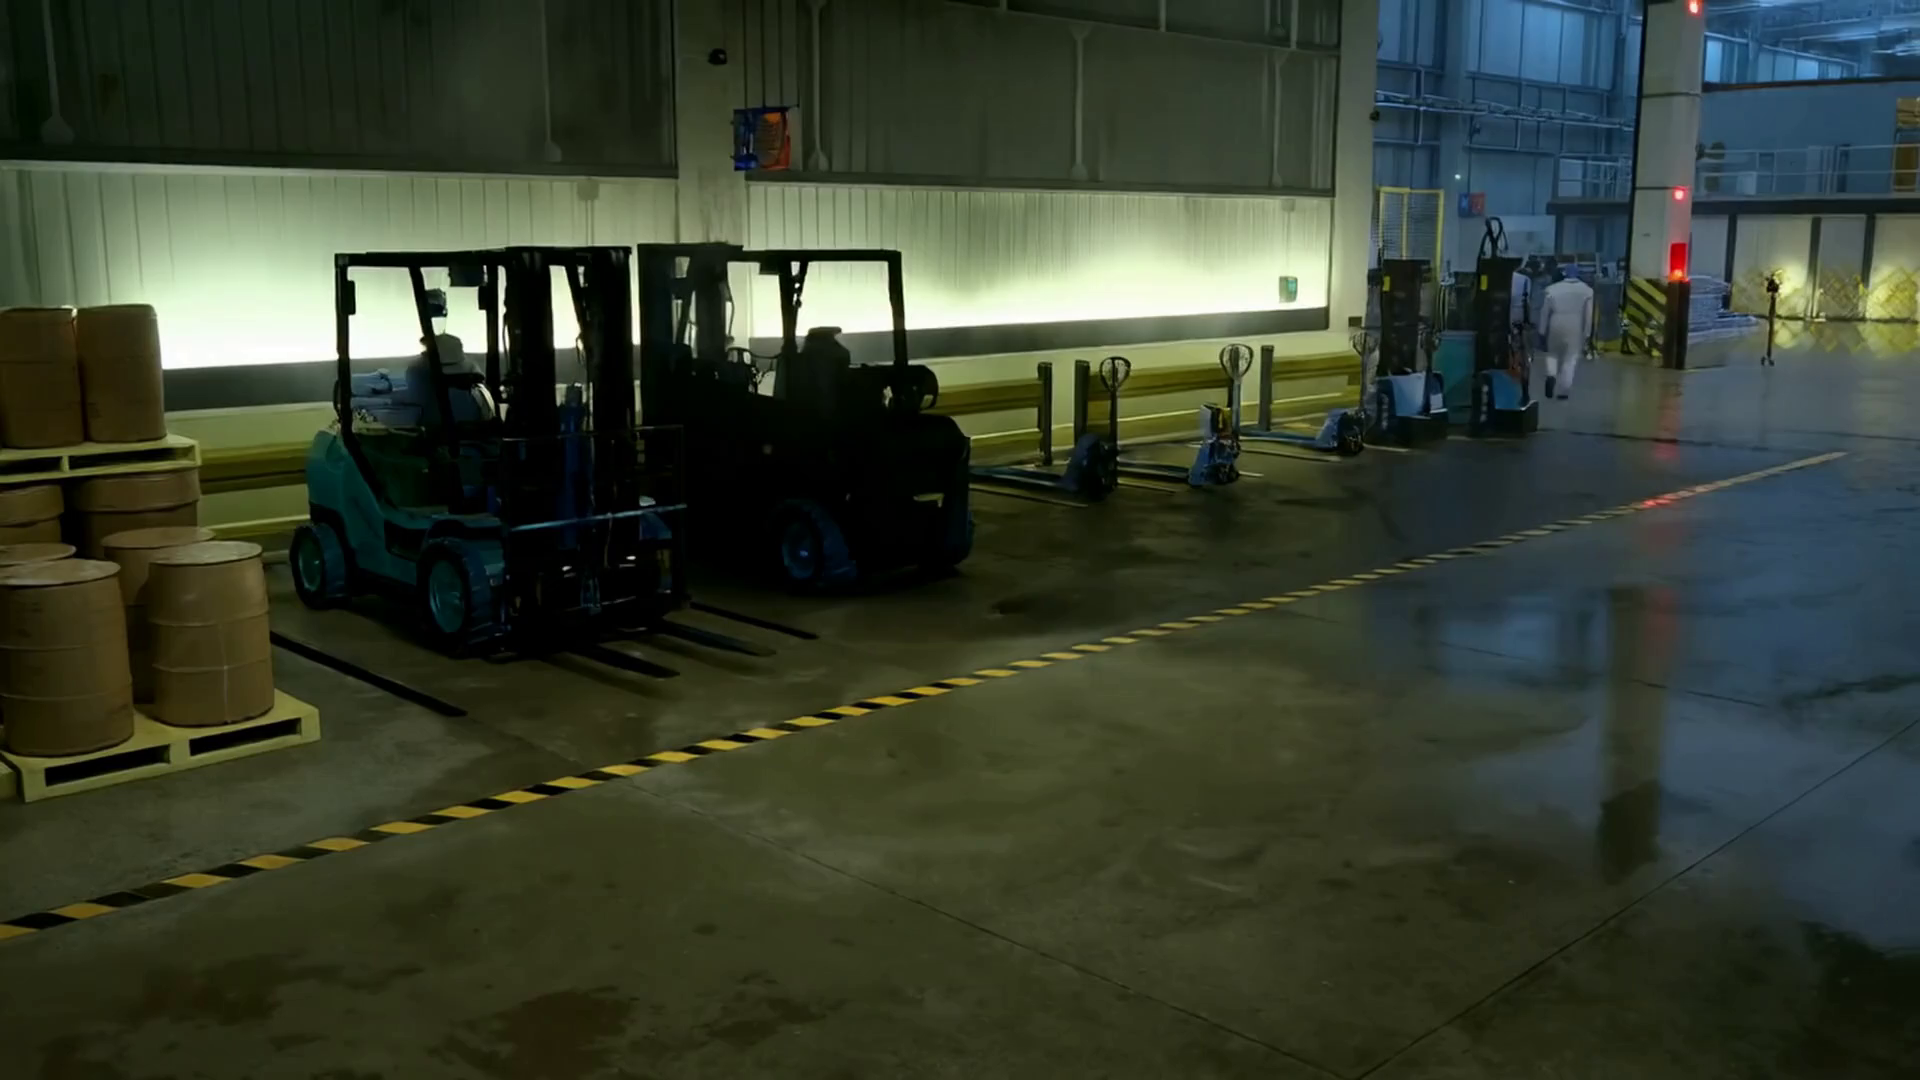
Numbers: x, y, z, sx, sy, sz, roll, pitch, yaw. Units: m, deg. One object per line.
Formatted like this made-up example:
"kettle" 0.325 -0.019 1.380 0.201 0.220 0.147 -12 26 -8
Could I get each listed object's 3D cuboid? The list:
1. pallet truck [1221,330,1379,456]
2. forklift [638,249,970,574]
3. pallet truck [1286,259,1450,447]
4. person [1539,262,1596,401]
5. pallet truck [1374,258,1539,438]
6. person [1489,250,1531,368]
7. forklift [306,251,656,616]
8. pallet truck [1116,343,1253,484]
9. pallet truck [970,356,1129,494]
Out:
"pallet truck" 3.563 -1.581 17.381 0.653 1.274 1.630 -10 14 -44
"forklift" -1.173 -0.958 11.239 2.680 1.987 1.157 10 14 43
"pallet truck" 4.493 -2.078 18.196 0.823 1.965 1.885 -9 14 -40
"person" 8.217 -2.814 22.534 0.686 1.878 0.512 4 11 23
"pallet truck" 5.704 -2.208 18.901 1.885 1.965 0.823 10 14 43
"person" 7.897 -3.154 23.984 0.601 2.036 0.417 -2 11 -10
"forklift" -2.833 -0.669 9.694 1.157 1.987 2.680 -10 14 -44
"pallet truck" 1.962 -1.215 15.415 1.522 1.261 0.704 10 14 43
"pallet truck" 0.784 -1.085 14.876 0.680 1.201 1.601 -10 14 -44
